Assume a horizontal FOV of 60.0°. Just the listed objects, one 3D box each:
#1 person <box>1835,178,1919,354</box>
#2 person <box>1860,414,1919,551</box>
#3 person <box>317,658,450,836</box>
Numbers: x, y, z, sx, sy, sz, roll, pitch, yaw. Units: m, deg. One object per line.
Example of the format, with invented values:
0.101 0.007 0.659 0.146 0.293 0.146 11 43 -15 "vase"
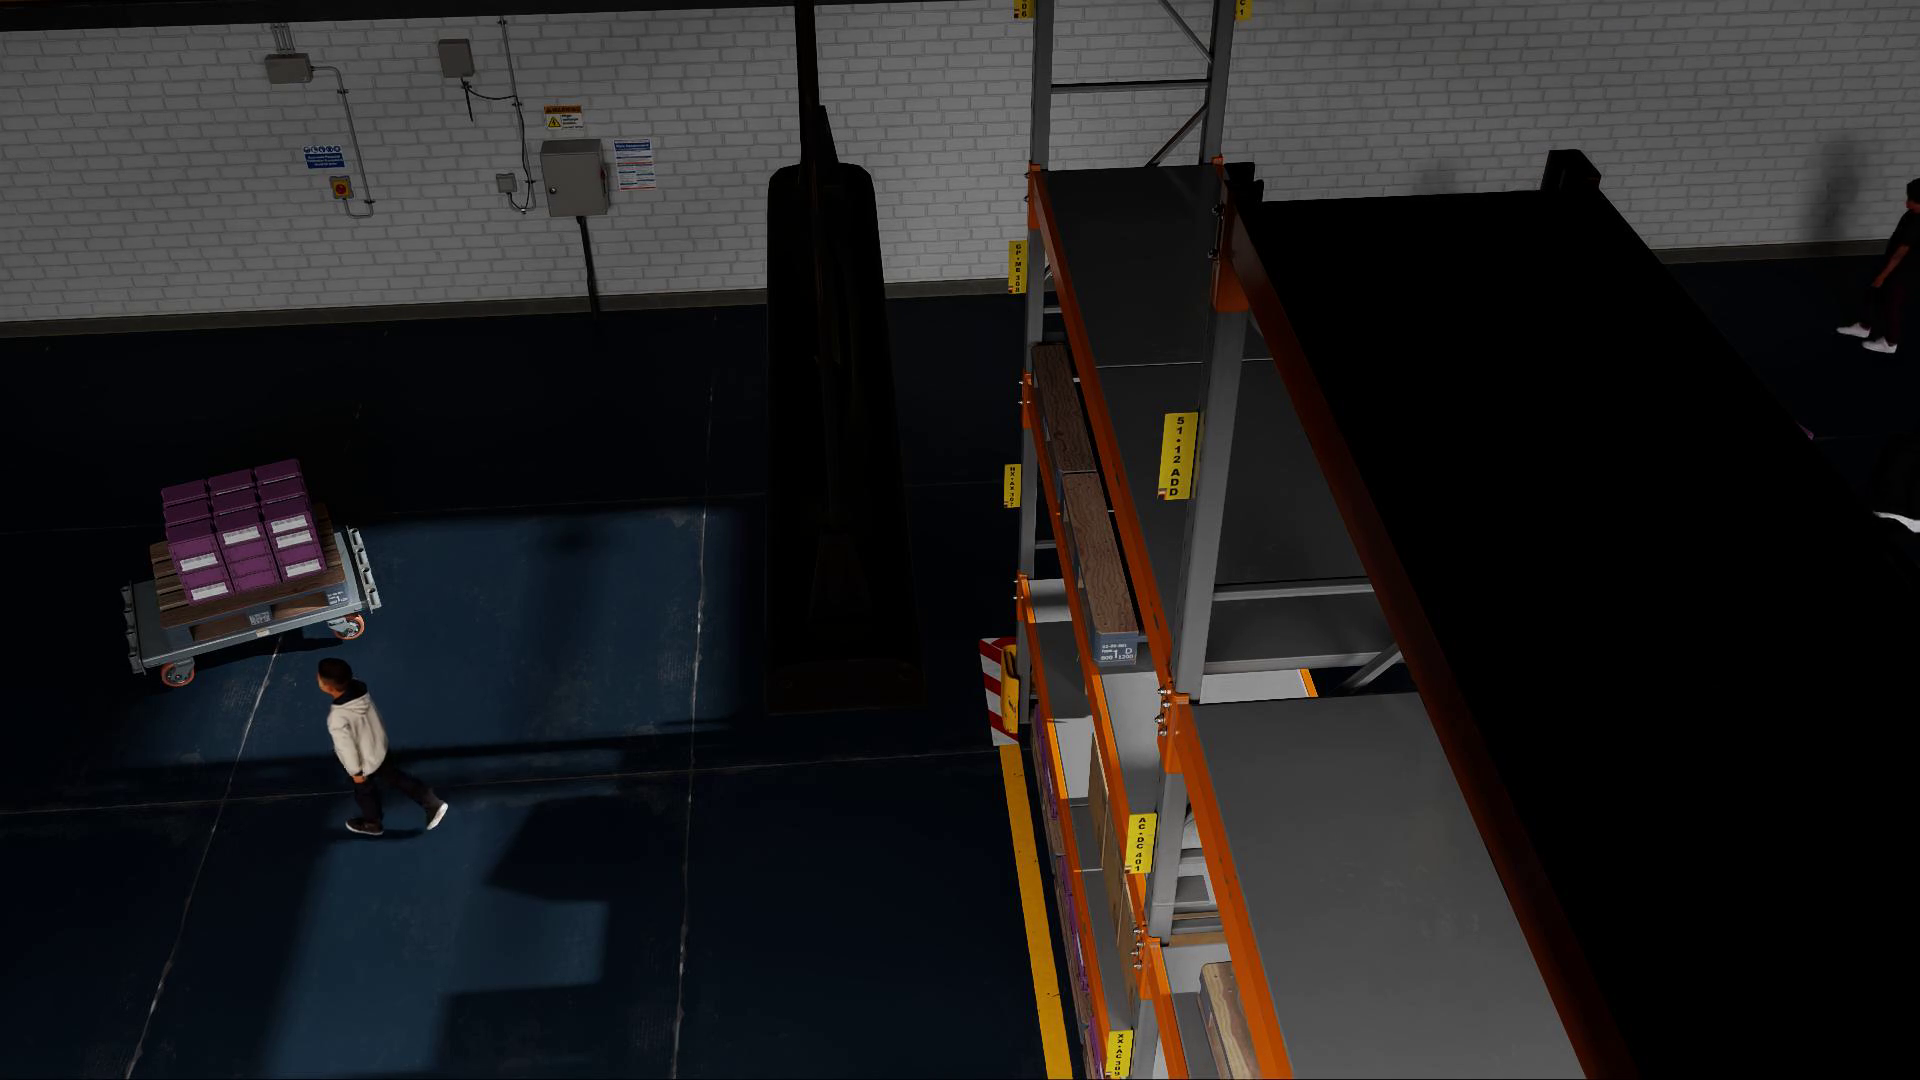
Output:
8.228 -2.383 14.441 0.928 1.739 0.852 24 45 27 "person"
6.492 -0.133 11.601 1.148 1.768 1.251 -23 44 -26 "person"
-3.534 1.286 10.090 0.768 1.435 0.896 5 39 6 "person"
